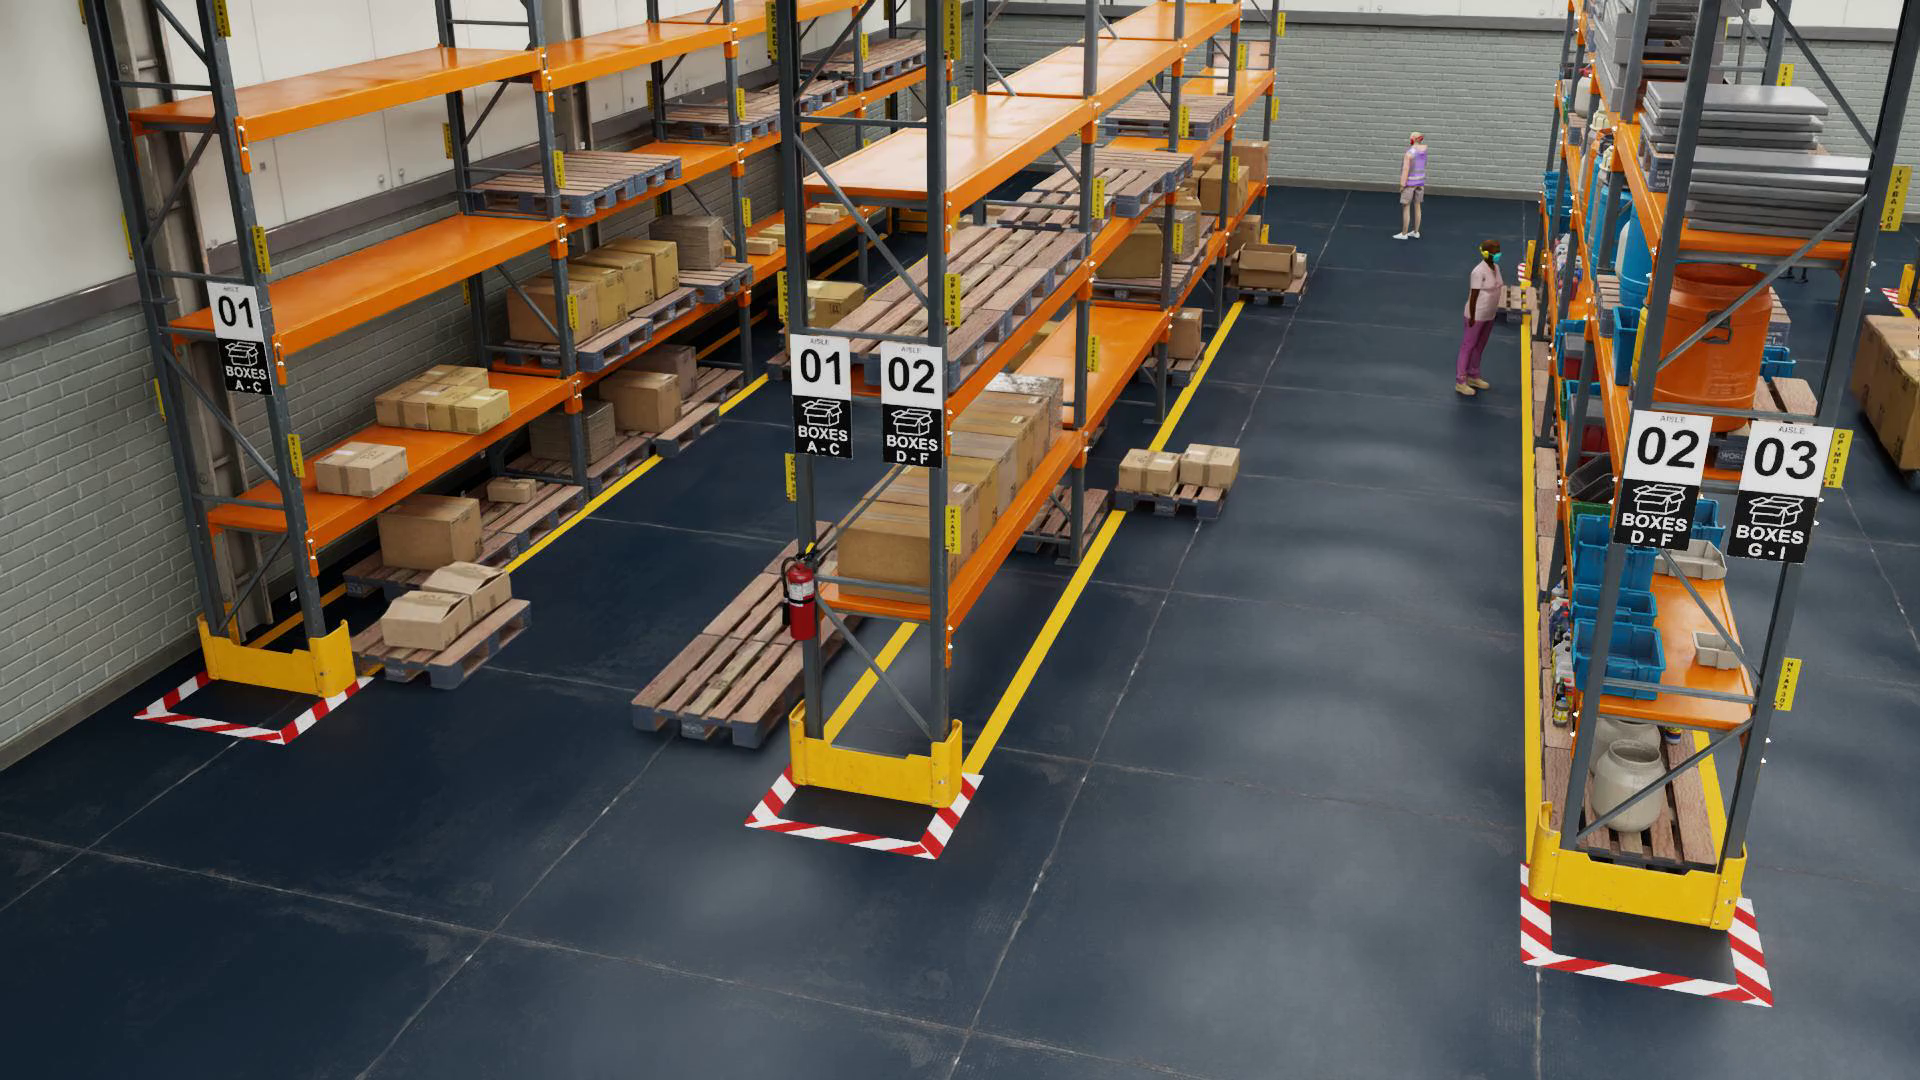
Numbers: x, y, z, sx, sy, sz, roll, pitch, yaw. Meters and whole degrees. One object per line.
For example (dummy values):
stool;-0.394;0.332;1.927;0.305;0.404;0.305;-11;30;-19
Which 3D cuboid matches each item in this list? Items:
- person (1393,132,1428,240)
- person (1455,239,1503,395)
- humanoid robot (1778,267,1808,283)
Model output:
person;7.185;-5.621;26.418;0.489;1.688;0.350;-14;27;-29
person;6.041;-2.594;19.253;0.523;1.800;0.334;-20;30;-39
humanoid robot;12.157;-4.540;23.904;0.315;1.657;0.599;-9;25;-19
